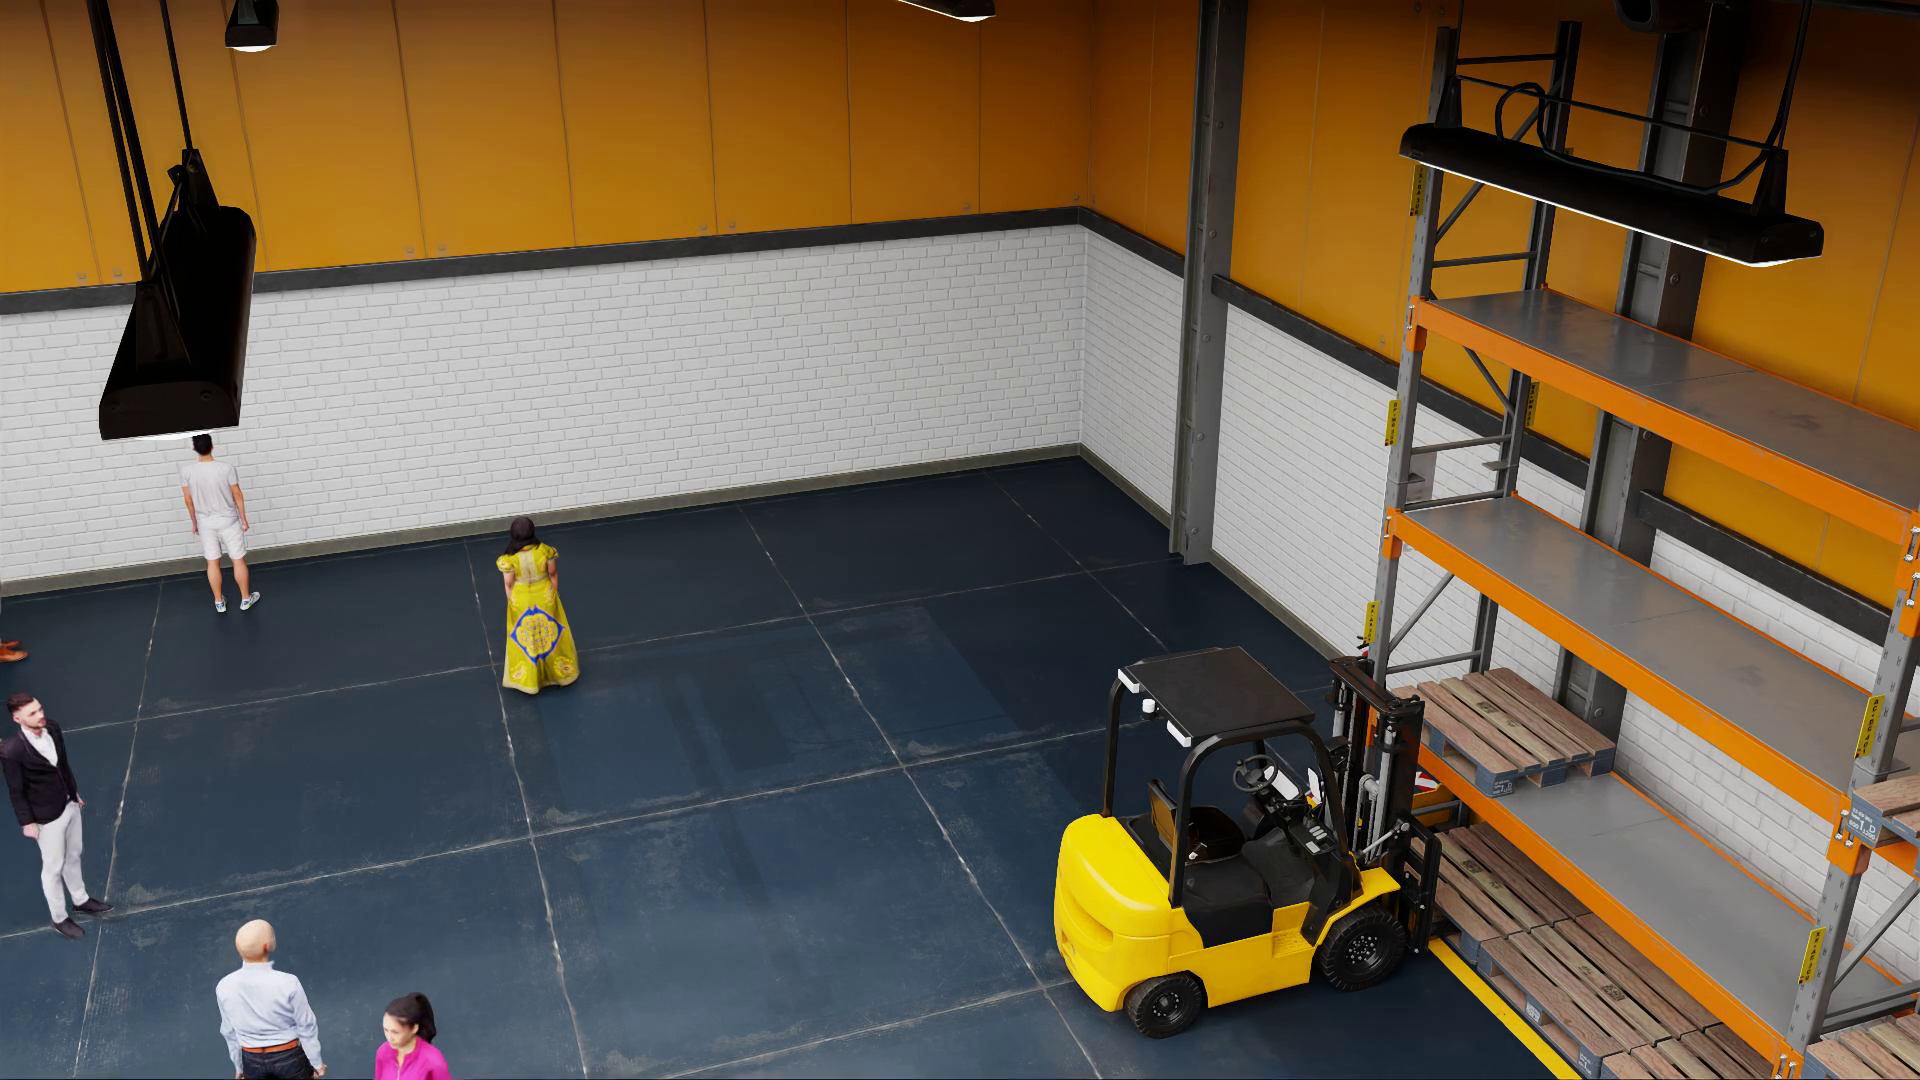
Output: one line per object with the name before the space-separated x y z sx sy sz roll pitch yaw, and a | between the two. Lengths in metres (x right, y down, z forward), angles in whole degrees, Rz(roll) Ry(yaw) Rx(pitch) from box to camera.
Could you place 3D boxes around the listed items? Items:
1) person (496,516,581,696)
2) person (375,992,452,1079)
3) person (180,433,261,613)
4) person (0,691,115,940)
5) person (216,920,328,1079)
person | -3.752 0.563 14.626 0.860 1.659 0.780 -10 26 -23
person | -2.796 3.094 8.843 1.090 1.653 1.170 10 25 21
person | -7.187 -0.189 16.099 0.706 1.858 0.612 -5 24 -11
person | -6.270 1.850 11.452 0.801 1.844 0.688 5 24 11
person | -3.763 2.877 9.171 0.698 1.789 0.644 -2 24 -4
